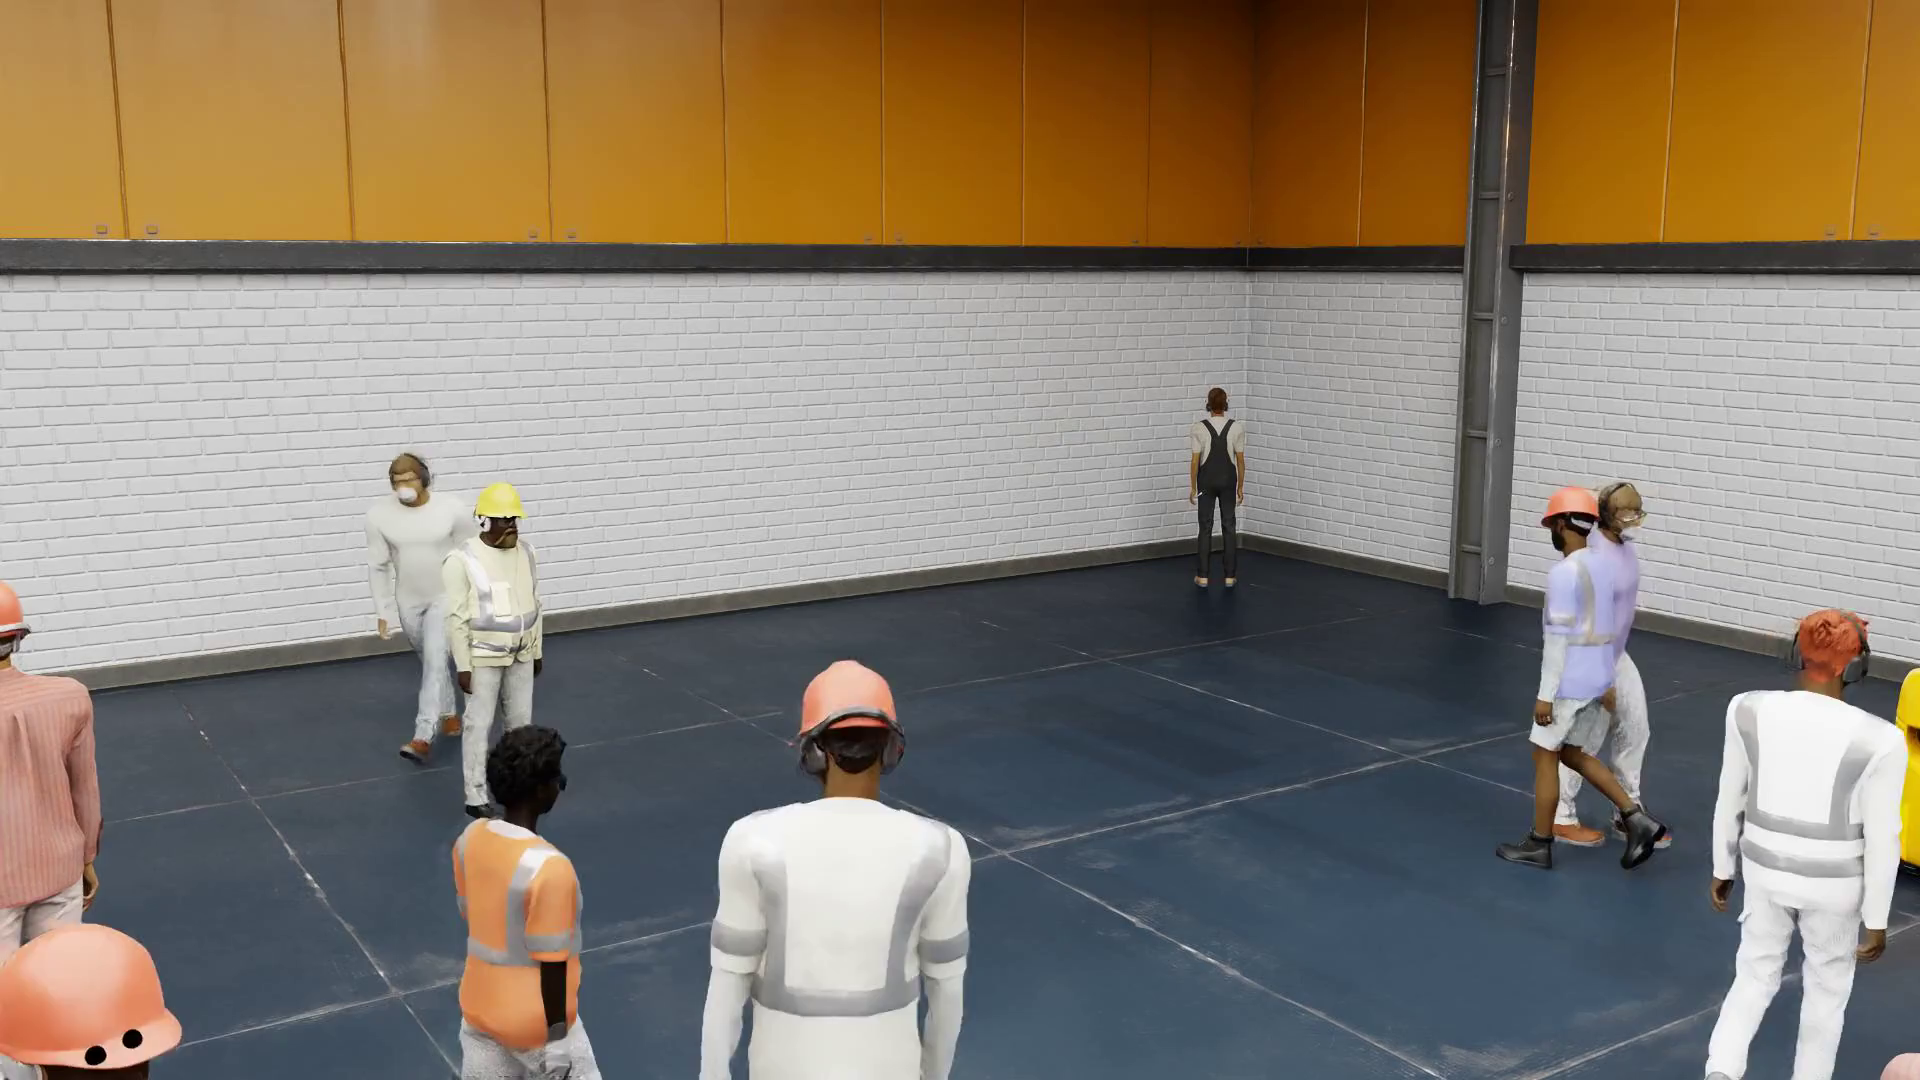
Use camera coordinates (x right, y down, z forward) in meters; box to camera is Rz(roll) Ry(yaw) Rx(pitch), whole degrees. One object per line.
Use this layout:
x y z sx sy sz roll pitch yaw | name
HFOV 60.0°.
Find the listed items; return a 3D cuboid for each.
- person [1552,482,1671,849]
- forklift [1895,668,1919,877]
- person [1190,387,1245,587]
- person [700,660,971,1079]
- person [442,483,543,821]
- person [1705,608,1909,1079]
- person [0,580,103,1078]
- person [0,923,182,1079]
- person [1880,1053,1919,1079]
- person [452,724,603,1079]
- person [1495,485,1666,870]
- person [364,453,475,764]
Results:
3.307 0.646 8.345 0.719 1.896 0.692 7 12 37 | person
5.511 0.571 7.906 2.313 2.155 1.214 -6 11 -33 | forklift
2.360 -0.481 15.304 0.506 1.843 0.346 0 9 2 | person
-0.304 1.306 4.078 0.665 1.994 0.563 -1 9 -3 | person
-2.451 0.598 8.878 0.403 1.824 0.593 7 12 36 | person
2.735 1.145 5.455 0.742 1.861 0.587 -9 13 -42 | person
-3.060 1.092 5.361 0.375 1.997 0.610 5 11 28 | person
-1.434 1.558 2.733 1.031 1.949 0.613 6 11 31 | person
2.071 1.549 3.300 0.525 1.769 0.308 3 10 19 | person
-1.320 1.359 4.762 0.532 1.668 0.763 9 13 42 | person
3.064 0.698 8.075 0.708 1.893 0.575 8 12 39 | person
-3.233 0.383 10.086 0.633 1.860 1.061 -1 9 -3 | person
